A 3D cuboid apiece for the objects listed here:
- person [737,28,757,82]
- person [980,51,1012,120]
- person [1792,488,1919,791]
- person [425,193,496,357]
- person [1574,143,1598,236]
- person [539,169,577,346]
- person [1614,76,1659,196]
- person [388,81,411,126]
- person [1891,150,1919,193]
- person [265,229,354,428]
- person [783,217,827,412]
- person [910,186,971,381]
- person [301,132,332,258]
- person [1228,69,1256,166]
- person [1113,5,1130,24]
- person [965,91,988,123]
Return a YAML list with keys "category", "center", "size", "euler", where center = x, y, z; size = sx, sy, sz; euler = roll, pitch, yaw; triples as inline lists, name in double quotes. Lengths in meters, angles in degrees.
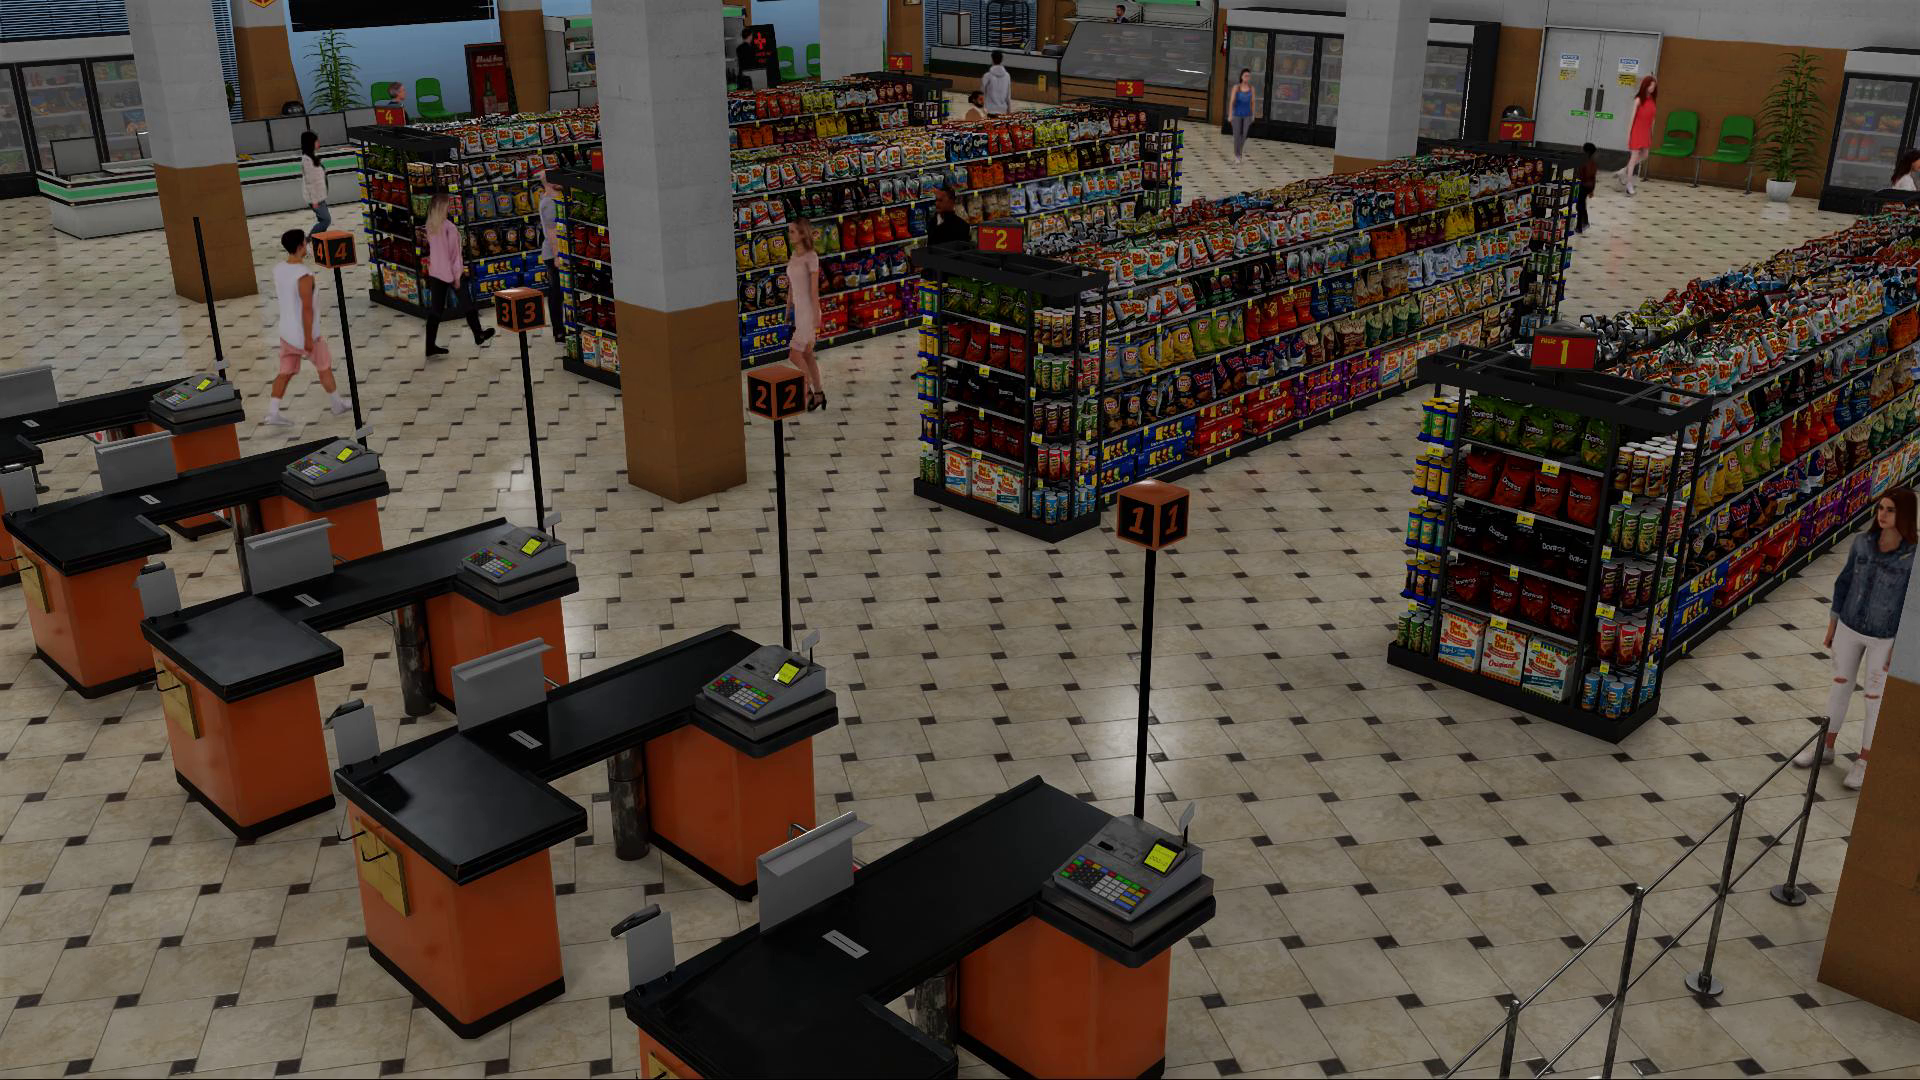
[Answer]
- category: "person"
  center: [-4.235, -9.020, 32.562]
  size: [0.722, 1.844, 1.165]
  euler: [20, 29, 40]
- category: "person"
  center: [0.657, -7.244, 28.082]
  size: [1.227, 1.889, 0.953]
  euler: [-12, 25, -28]
- category: "person"
  center: [4.948, 0.512, 9.028]
  size: [0.586, 1.703, 0.652]
  euler: [-14, 26, -31]
- category: "person"
  center: [-5.337, -2.673, 17.050]
  size: [0.814, 1.633, 1.189]
  euler: [13, 25, 29]
- category: "person"
  center: [8.660, -4.843, 22.964]
  size: [0.527, 1.250, 0.640]
  euler: [-13, 25, -30]
- category: "person"
  center: [-4.276, -3.018, 17.634]
  size: [0.769, 1.837, 0.758]
  euler: [-5, 22, -13]
- category: "person"
  center: [10.476, -6.265, 25.761]
  size: [0.886, 1.803, 0.854]
  euler: [-11, 24, -26]
- category: "person"
  center: [-8.225, -5.788, 24.486]
  size: [0.650, 1.868, 0.713]
  euler: [-11, 25, -26]
- category: "person"
  center: [11.000, -3.766, 19.748]
  size: [1.073, 1.649, 1.130]
  euler: [5, 22, 12]
- category: "person"
  center: [-5.960, -1.824, 14.796]
  size: [0.836, 1.737, 1.240]
  euler: [13, 25, 29]
- category: "person"
  center: [-1.329, -2.052, 15.257]
  size: [0.706, 1.816, 0.670]
  euler: [-12, 25, -28]
- category: "person"
  center: [-0.047, -2.533, 16.383]
  size: [1.302, 1.869, 0.870]
  euler: [-14, 26, -31]
- category: "person"
  center: [-8.358, -4.411, 21.382]
  size: [0.850, 1.628, 0.774]
  euler: [-7, 23, -17]
- category: "person"
  center: [4.798, -7.252, 28.498]
  size: [0.836, 1.593, 0.869]
  euler: [-4, 22, -9]
- category: "person"
  center: [3.710, -11.414, 38.492]
  size: [0.626, 1.866, 0.550]
  euler: [20, 30, 41]
- category: "person"
  center: [0.177, -5.702, 24.470]
  size: [0.894, 1.721, 1.170]
  euler: [14, 26, 31]
